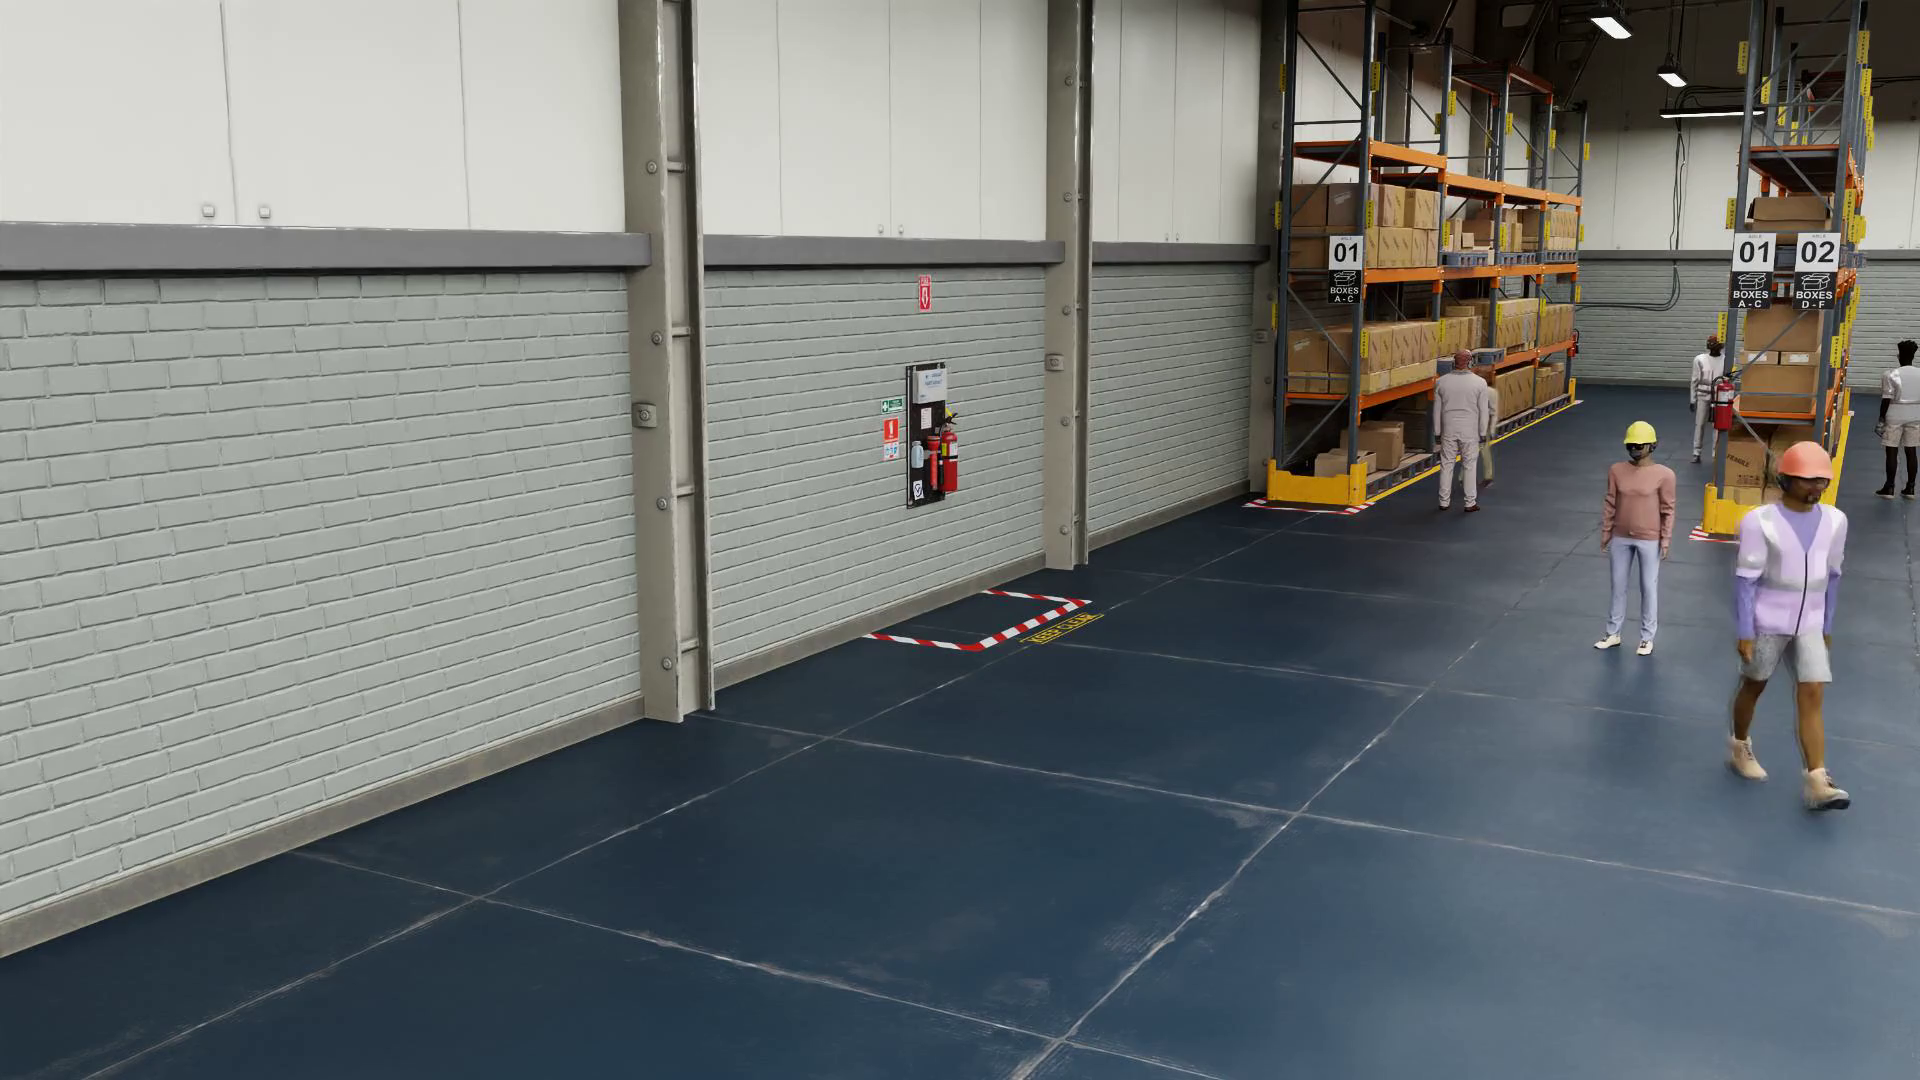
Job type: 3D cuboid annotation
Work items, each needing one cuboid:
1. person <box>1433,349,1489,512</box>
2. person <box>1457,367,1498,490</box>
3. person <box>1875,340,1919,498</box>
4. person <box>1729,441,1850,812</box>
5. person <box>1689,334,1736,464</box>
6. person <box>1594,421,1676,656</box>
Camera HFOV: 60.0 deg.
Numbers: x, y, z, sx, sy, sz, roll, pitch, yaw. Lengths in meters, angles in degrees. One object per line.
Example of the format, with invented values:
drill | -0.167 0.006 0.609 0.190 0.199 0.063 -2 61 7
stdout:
person | 5.881 -1.281 19.535 0.642 1.909 0.410 5 11 28
person | 6.615 -1.420 21.267 0.532 1.585 0.878 7 12 37
person | 11.663 -1.493 20.598 0.613 1.963 0.362 0 10 -1
person | 4.564 0.454 9.122 0.631 1.985 1.069 0 10 -2
person | 10.849 -2.025 23.996 0.591 1.875 0.354 5 11 28
person | 5.087 -0.014 12.522 0.330 1.767 0.528 -9 13 -44
